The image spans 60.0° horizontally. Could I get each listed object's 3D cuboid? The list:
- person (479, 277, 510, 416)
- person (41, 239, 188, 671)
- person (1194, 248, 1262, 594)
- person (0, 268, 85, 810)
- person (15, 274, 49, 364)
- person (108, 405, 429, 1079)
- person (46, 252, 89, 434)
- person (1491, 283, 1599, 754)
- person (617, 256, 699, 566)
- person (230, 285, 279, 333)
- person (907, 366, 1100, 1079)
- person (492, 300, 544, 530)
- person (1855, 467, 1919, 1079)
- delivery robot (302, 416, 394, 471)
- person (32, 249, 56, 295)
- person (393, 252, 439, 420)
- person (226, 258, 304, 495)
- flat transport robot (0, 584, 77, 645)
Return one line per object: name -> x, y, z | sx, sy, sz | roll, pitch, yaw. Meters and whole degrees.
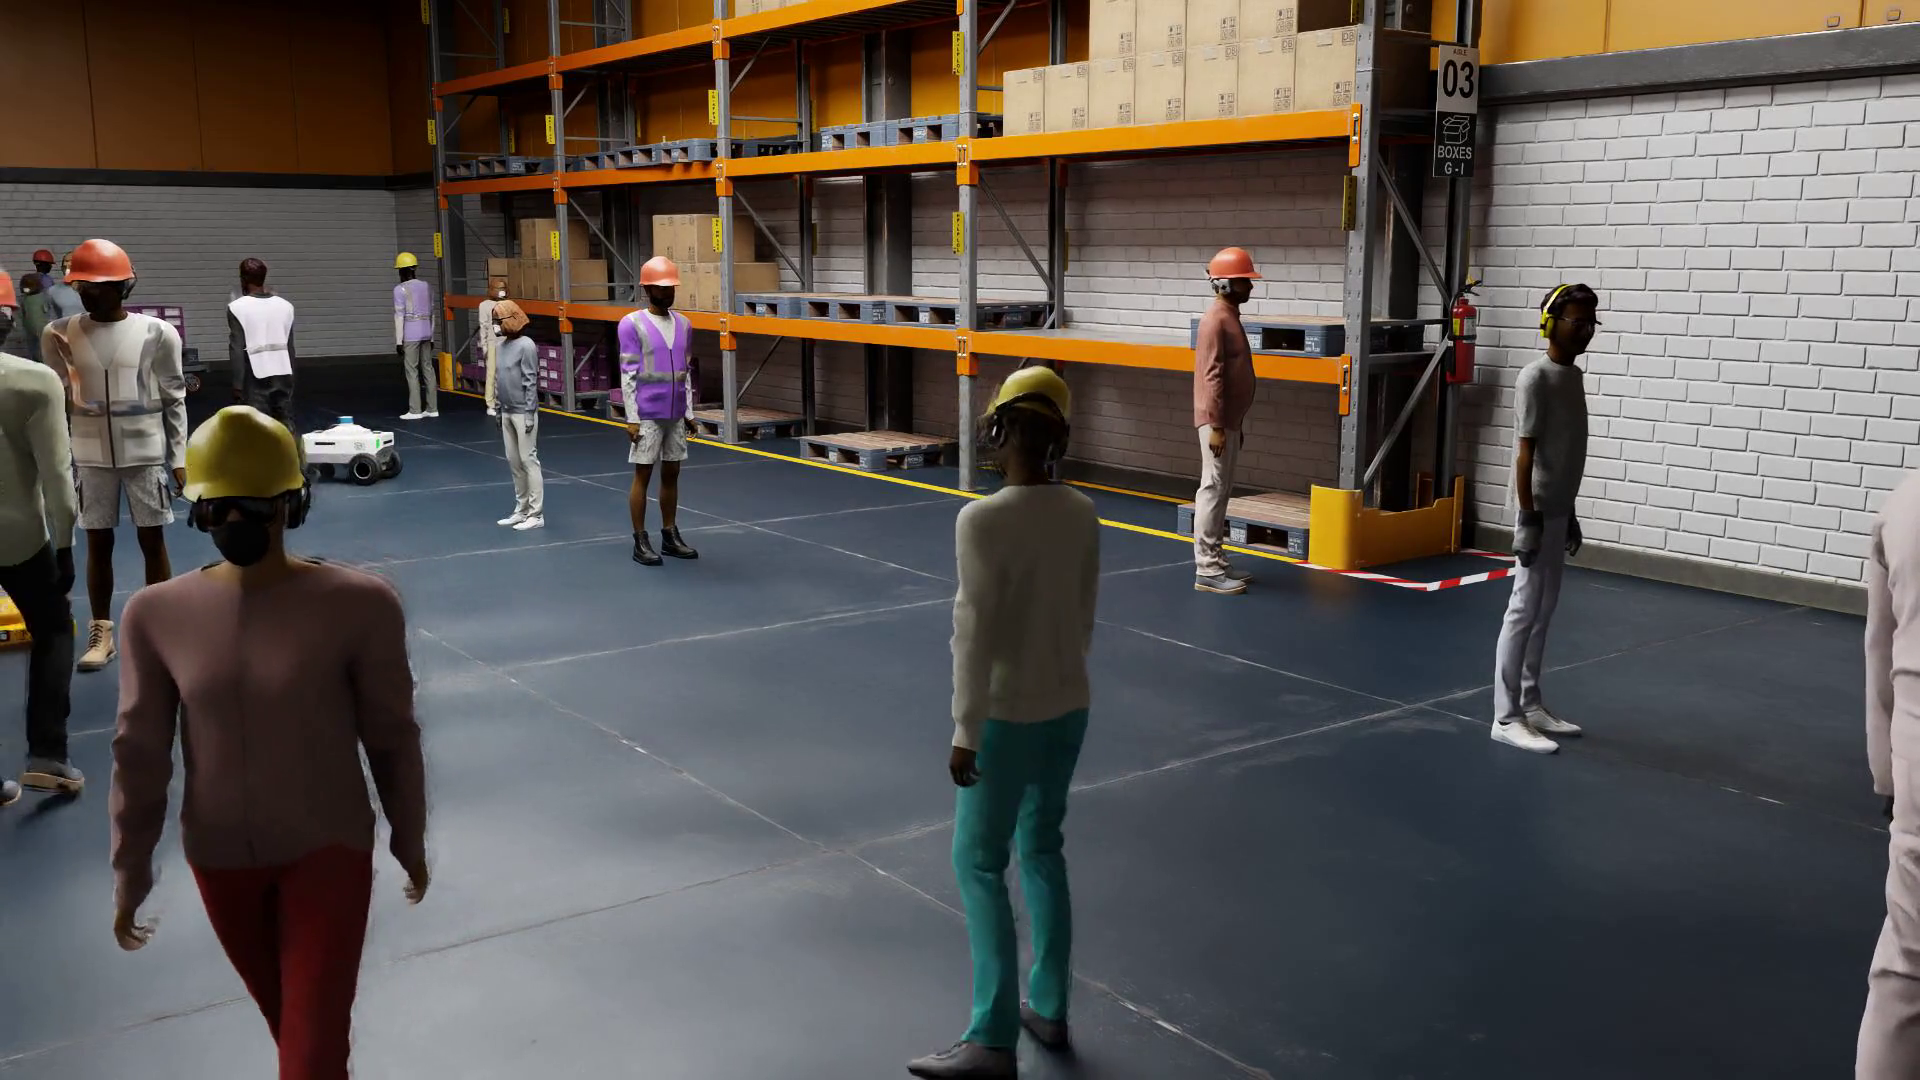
person -> -5.425, -2.278, 19.621 | 0.492, 1.625, 0.282 | -10, 14, -43
person -> -3.988, -0.393, 7.895 | 0.609, 2.040, 0.394 | -3, 11, -15
person -> 1.546, -0.695, 9.711 | 0.377, 1.995, 0.608 | 3, 11, 18
person -> -3.437, 0.002, 5.897 | 0.625, 1.965, 0.539 | -2, 10, -11
person -> -12.383, -2.758, 22.334 | 0.613, 1.611, 0.428 | 2, 10, 13
person -> -1.319, 0.608, 3.159 | 0.545, 1.715, 0.918 | -1, 10, -4
person -> -8.560, -1.829, 16.222 | 0.629, 1.940, 0.373 | -1, 10, -5
person -> 2.379, -0.092, 6.703 | 0.329, 1.865, 0.513 | 8, 13, 39
person -> -1.890, -0.816, 10.545 | 0.368, 1.939, 0.542 | 9, 14, 42
person -> -8.832, -2.584, 20.887 | 0.622, 1.778, 0.938 | -5, 11, -27
person -> 0.128, 0.438, 4.136 | 0.382, 1.718, 0.668 | 8, 13, 37
person -> -3.169, -0.890, 11.848 | 0.503, 1.623, 0.298 | 10, 14, 44
person -> 2.017, 0.517, 3.175 | 0.403, 1.904, 0.651 | -1, 10, -7
delivery robot -> -5.187, -0.805, 14.095 | 0.707, 0.478, 0.477 | 1, 10, 6
person -> -12.789, -3.094, 23.318 | 0.544, 1.936, 0.359 | 6, 12, 31
person -> -6.298, -2.345, 19.180 | 0.398, 1.919, 0.592 | 5, 11, 28
person -> -5.512, -1.274, 13.206 | 0.406, 1.908, 0.590 | 6, 12, 29
flat transport robot -> -5.174, 0.338, 8.750 | 0.652, 0.197, 1.431 | -8, 13, -38
